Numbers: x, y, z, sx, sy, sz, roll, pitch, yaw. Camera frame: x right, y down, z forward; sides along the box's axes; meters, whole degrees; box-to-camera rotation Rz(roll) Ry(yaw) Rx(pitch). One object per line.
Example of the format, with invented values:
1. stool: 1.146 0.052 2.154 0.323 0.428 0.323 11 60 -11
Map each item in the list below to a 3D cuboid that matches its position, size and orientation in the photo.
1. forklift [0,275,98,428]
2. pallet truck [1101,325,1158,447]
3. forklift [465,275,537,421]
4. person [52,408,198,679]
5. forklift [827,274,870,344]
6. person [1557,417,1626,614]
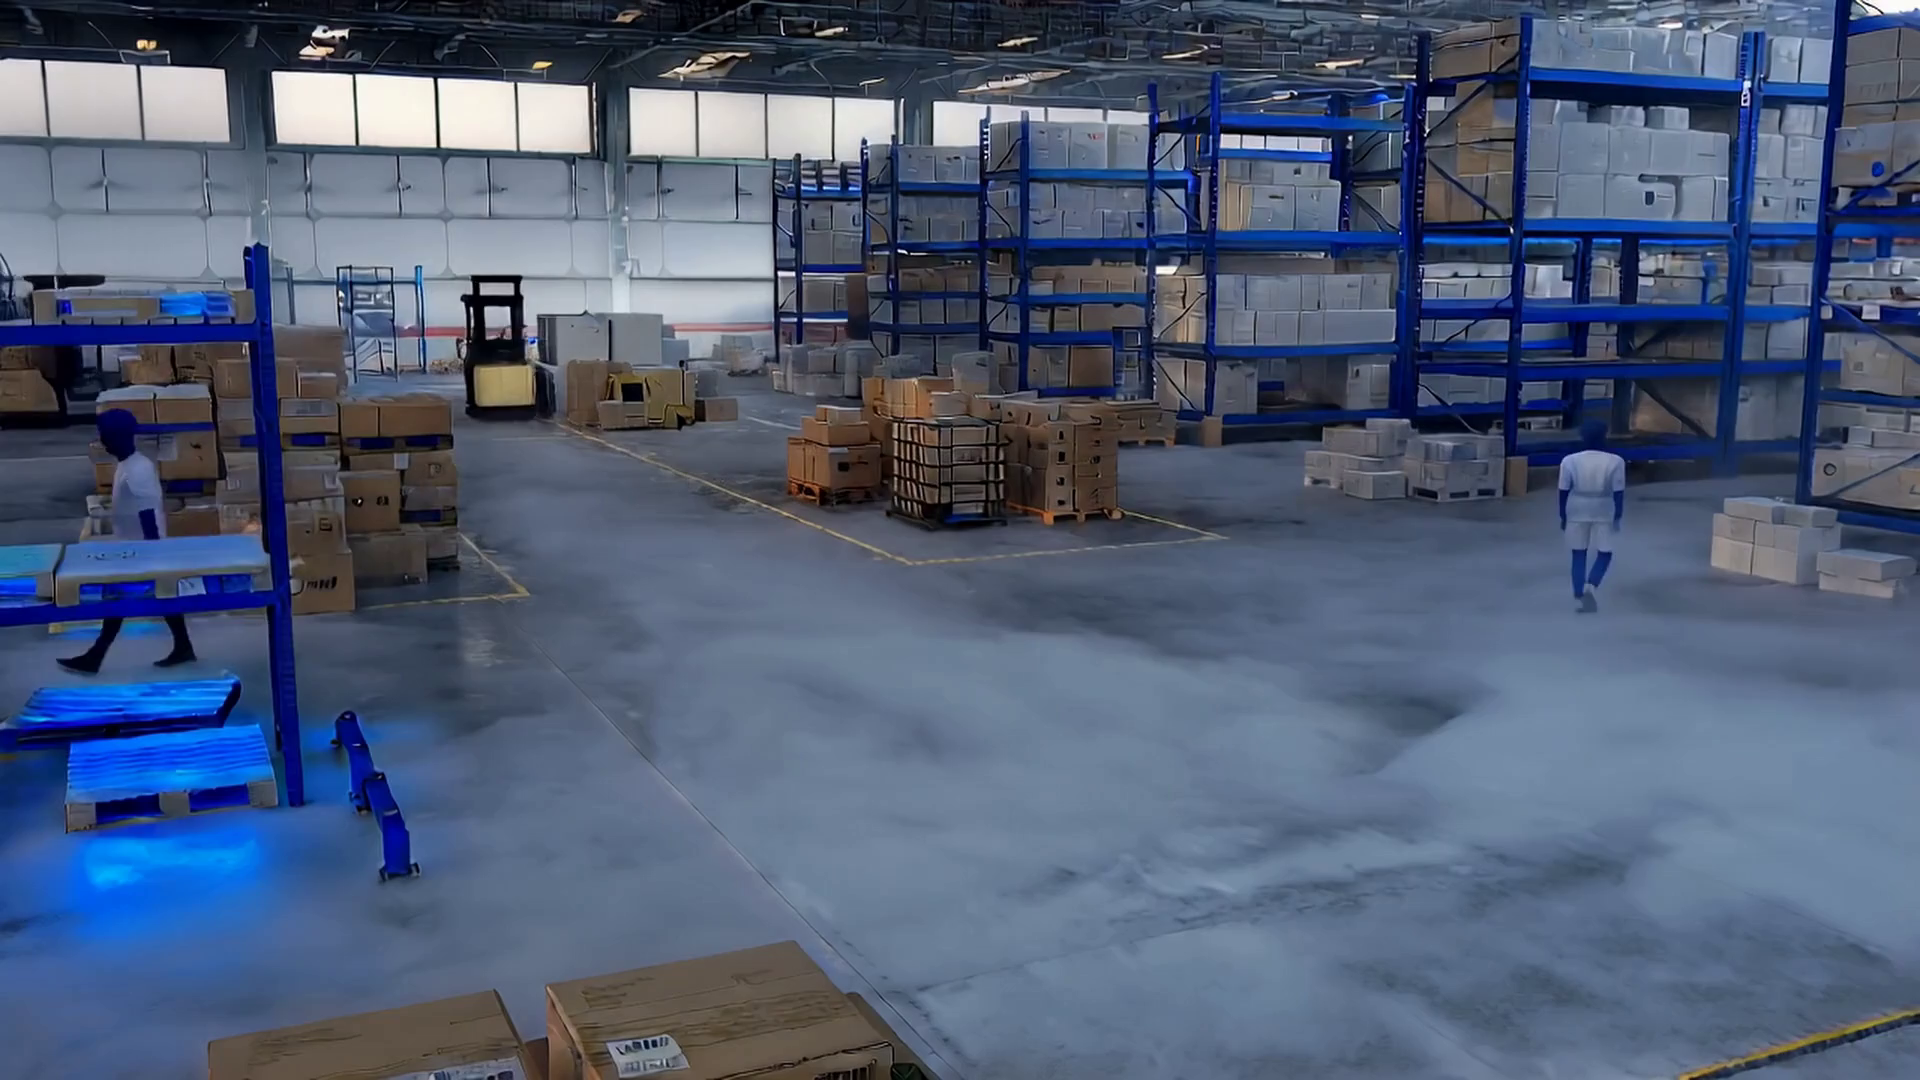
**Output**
1. forklift: -17.078 -3.554 31.137 1.873 2.768 1.129 -4 10 -25
2. pallet truck: 2.881 -2.596 27.923 0.823 1.965 1.885 -1 9 -7
3. forklift: -9.056 -3.801 32.672 1.129 2.768 1.873 -4 10 -25
4. person: -6.001 0.028 11.870 0.982 1.914 0.637 -5 11 -29
5. forklift: -2.685 -5.521 43.344 1.873 2.768 1.129 -4 10 -25
6. person: 5.278 -0.193 13.951 0.548 1.686 0.449 5 11 31
